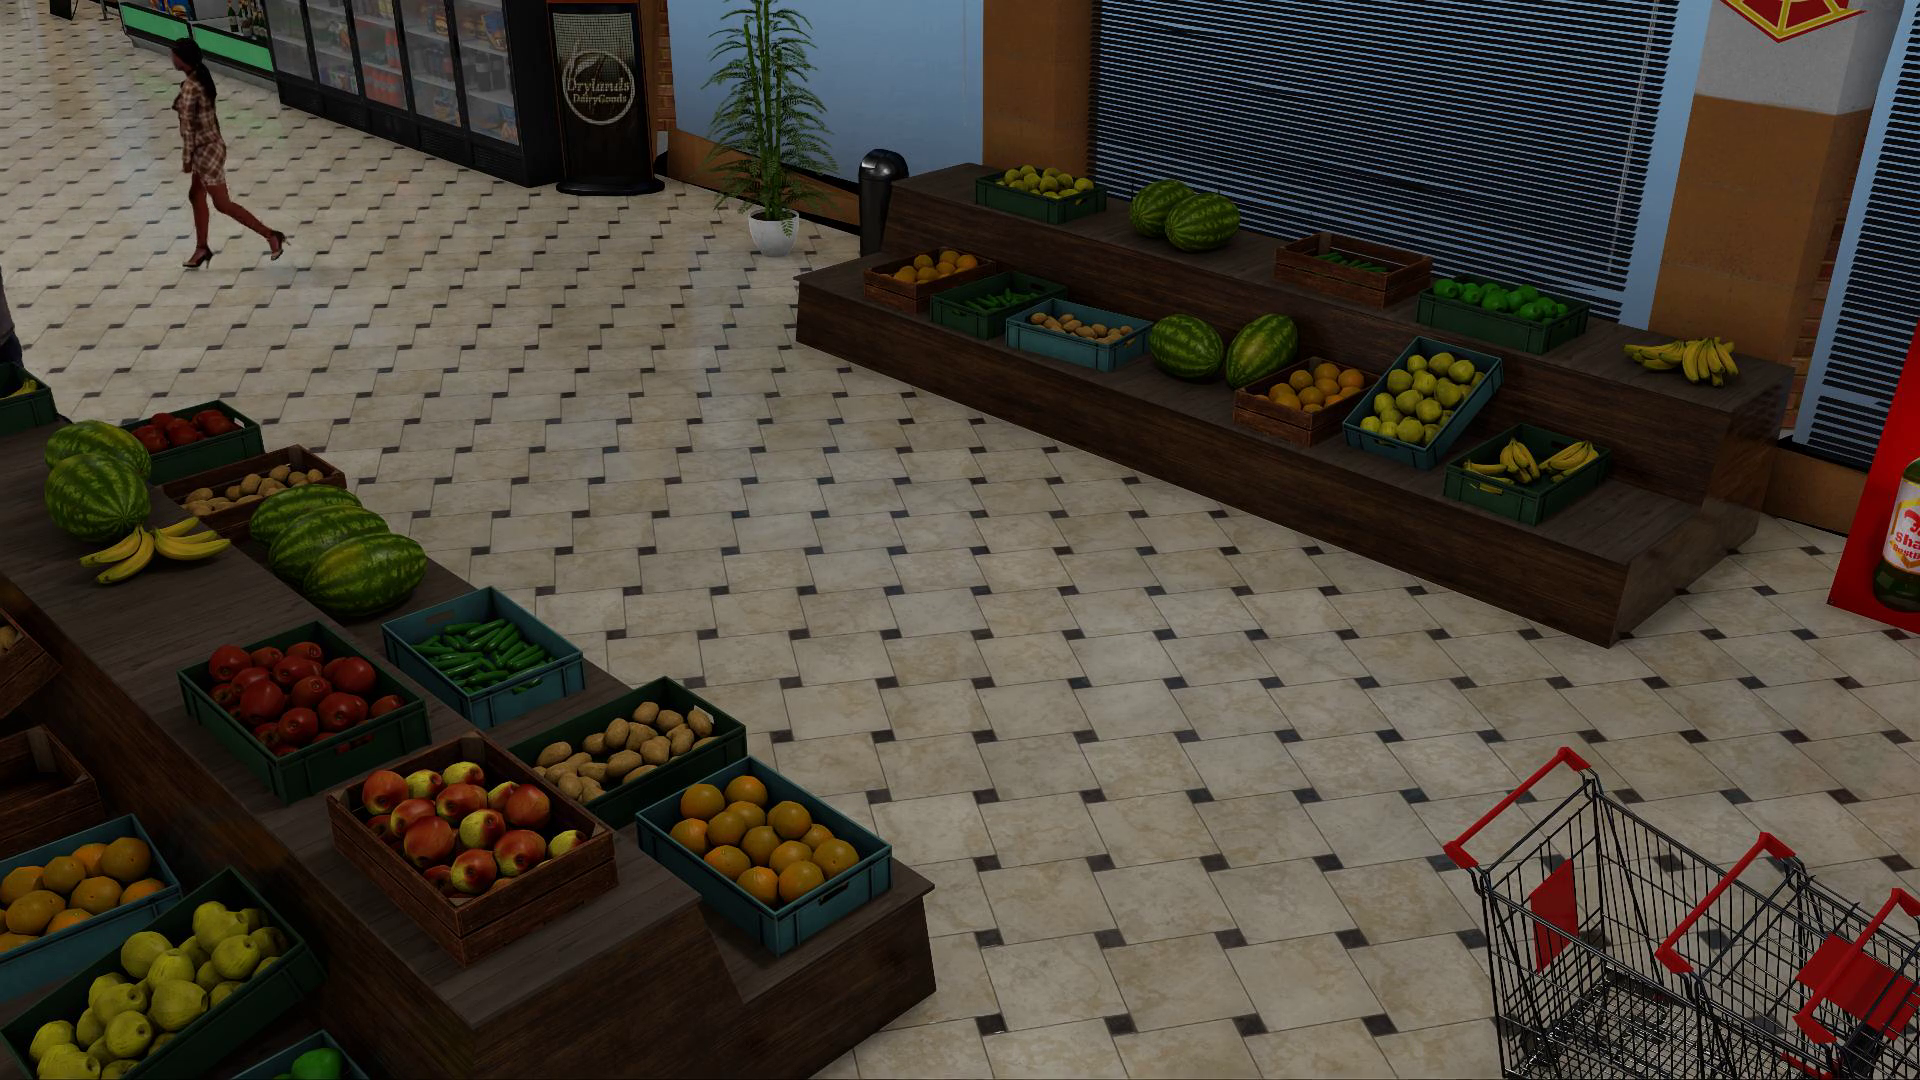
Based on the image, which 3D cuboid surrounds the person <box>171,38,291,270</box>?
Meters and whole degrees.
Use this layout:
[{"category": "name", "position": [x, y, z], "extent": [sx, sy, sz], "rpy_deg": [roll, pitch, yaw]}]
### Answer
[{"category": "person", "position": [-5.667, -2.904, 12.723], "extent": [1.051, 1.761, 1.067], "rpy_deg": [-4, 27, -7]}]
